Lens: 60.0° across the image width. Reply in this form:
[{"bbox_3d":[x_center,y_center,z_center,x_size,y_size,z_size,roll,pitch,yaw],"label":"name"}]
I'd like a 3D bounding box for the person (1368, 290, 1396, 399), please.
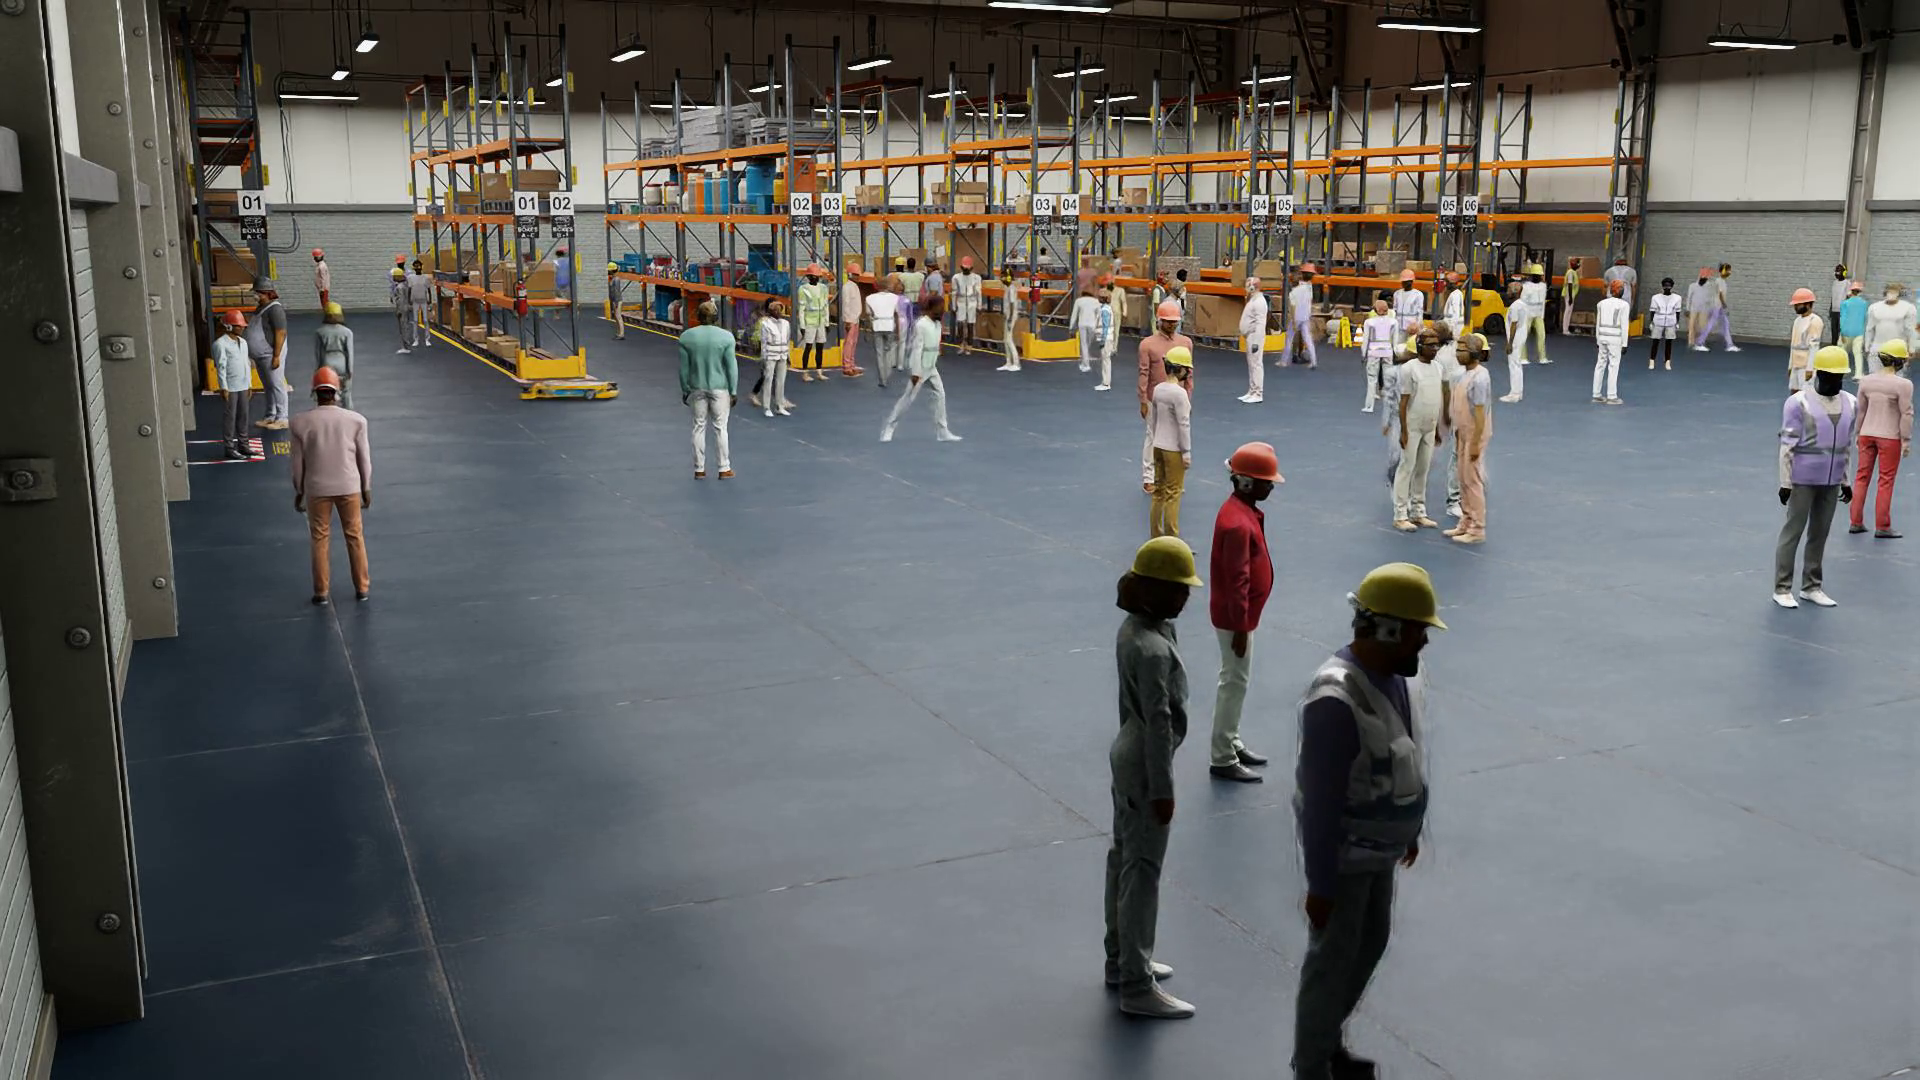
[{"bbox_3d":[6.555,-3.034,25.830,0.533,1.696,0.318,-7,13,-33],"label":"person"}]

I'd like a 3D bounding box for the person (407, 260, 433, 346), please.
[{"bbox_3d":[-11.709,-5.134,36.060,0.526,1.871,0.324,-3,12,-15],"label":"person"}]

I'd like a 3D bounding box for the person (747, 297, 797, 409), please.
[{"bbox_3d":[-2.828,-2.771,24.597,0.868,1.655,0.523,5,12,22],"label":"person"}]

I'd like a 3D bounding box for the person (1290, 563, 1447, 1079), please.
[{"bbox_3d":[1.254,0.958,5.256,0.452,1.812,0.668,7,13,33],"label":"person"}]

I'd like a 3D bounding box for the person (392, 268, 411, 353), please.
[{"bbox_3d":[-11.555,-4.738,34.366,0.295,1.743,0.492,-3,11,-13],"label":"person"}]

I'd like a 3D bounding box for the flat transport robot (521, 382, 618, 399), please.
[{"bbox_3d":[-6.083,-2.343,25.951,1.431,0.197,0.652,-2,11,-8],"label":"flat transport robot"}]

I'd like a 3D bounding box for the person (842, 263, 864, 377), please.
[{"bbox_3d":[-1.892,-3.876,29.352,0.390,1.990,0.623,3,11,13],"label":"person"}]

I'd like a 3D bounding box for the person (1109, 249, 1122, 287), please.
[{"bbox_3d":[4.542,-7.680,49.102,0.658,1.829,0.576,-2,11,-12],"label":"person"}]

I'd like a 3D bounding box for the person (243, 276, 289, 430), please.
[{"bbox_3d":[-9.281,-2.499,22.233,0.538,2.000,0.683,-10,15,-41],"label":"person"}]

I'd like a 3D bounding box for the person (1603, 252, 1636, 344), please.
[{"bbox_3d":[14.573,-5.362,36.780,0.681,2.000,0.535,6,12,26],"label":"person"}]

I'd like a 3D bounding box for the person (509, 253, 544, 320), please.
[{"bbox_3d":[-11.629,-6.772,44.568,0.972,1.799,0.592,-8,14,-37],"label":"person"}]

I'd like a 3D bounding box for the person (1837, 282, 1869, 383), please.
[{"bbox_3d":[15.240,-3.551,28.464,0.569,1.689,0.907,-1,11,-5],"label":"person"}]

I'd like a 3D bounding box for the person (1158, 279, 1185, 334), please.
[{"bbox_3d":[3.068,-2.830,24.231,0.390,1.925,0.626,-1,11,-3],"label":"person"}]

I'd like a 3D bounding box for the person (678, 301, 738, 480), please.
[{"bbox_3d":[-2.707,-1.608,17.963,0.638,1.938,0.357,1,11,6],"label":"person"}]

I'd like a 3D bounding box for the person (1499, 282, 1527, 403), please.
[{"bbox_3d":[8.469,-3.017,25.400,0.341,1.839,0.505,6,13,28],"label":"person"}]

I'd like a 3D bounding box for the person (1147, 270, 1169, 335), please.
[{"bbox_3d":[3.640,-4.041,30.609,0.385,1.834,0.561,3,12,16],"label":"person"}]

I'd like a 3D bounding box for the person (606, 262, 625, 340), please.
[{"bbox_3d":[-7.855,-5.427,37.842,0.349,1.758,0.521,-4,12,-20],"label":"person"}]

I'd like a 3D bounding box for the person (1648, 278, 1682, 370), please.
[{"bbox_3d":[12.930,-3.957,30.517,0.537,1.695,0.321,4,12,19],"label":"person"}]

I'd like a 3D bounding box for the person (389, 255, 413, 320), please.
[{"bbox_3d":[-13.170,-5.782,39.314,0.560,1.892,0.983,-5,12,-22],"label":"person"}]

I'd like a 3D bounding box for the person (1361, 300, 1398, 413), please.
[{"bbox_3d":[6.073,-2.650,24.079,0.523,1.627,0.319,0,11,-2],"label":"person"}]

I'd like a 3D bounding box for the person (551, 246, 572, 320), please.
[{"bbox_3d":[-10.618,-6.851,44.459,0.612,2.011,0.832,-7,13,-32],"label":"person"}]

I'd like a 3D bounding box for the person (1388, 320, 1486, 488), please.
[{"bbox_3d":[5.000,-1.381,17.187,0.966,1.794,0.596,4,12,20],"label":"person"}]

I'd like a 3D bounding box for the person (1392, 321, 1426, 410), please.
[{"bbox_3d":[5.221,-1.704,19.208,0.515,1.641,0.315,9,14,37],"label":"person"}]

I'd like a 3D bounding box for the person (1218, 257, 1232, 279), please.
[{"bbox_3d":[7.605,-7.283,47.580,0.499,1.633,0.286,1,11,6],"label":"person"}]

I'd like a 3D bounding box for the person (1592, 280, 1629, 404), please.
[{"bbox_3d":[9.864,-2.995,25.188,0.355,1.876,0.574,-6,12,-27],"label":"person"}]

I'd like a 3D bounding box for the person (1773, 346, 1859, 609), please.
[{"bbox_3d":[6.263,-0.455,12.134,0.594,1.924,0.383,-2,11,-12],"label":"person"}]

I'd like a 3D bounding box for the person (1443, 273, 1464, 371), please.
[{"bbox_3d":[8.233,-3.514,27.787,0.357,1.885,0.574,4,12,18],"label":"person"}]

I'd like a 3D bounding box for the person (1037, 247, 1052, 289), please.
[{"bbox_3d":[2.535,-8.053,50.942,0.564,1.844,0.740,0,11,1],"label":"person"}]

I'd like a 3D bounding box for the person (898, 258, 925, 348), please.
[{"bbox_3d":[-1.034,-5.073,35.623,0.591,1.919,0.392,-3,11,-14],"label":"person"}]

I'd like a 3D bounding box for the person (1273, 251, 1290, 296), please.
[{"bbox_3d":[8.952,-7.138,46.368,0.601,1.822,0.404,7,13,33],"label":"person"}]

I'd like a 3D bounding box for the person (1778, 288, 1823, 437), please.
[{"bbox_3d":[10.706,-2.233,21.182,0.391,1.924,0.553,0,11,0],"label":"person"}]

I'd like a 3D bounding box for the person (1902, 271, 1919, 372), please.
[{"bbox_3d":[17.376,-3.979,29.866,0.612,2.011,1.003,-5,12,-22],"label":"person"}]

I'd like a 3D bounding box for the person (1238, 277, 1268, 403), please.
[{"bbox_3d":[4.457,-3.042,25.344,0.399,1.905,0.642,0,11,2],"label":"person"}]

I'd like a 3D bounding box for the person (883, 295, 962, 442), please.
[{"bbox_3d":[-0.508,-2.165,21.031,0.945,1.862,0.647,5,12,23],"label":"person"}]

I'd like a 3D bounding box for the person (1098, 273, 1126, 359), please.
[{"bbox_3d":[3.038,-4.503,33.309,0.565,1.692,0.936,0,11,2],"label":"person"}]

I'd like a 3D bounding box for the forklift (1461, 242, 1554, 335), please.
[{"bbox_3d":[13.047,-6.049,39.881,2.313,2.155,1.214,-5,12,-23],"label":"forklift"}]

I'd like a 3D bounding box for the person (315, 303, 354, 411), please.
[{"bbox_3d":[-8.233,-2.265,21.936,0.497,1.699,0.880,-3,11,-14],"label":"person"}]

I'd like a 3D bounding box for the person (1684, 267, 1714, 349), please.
[{"bbox_3d":[15.747,-4.930,35.389,0.596,1.730,0.502,8,14,35],"label":"person"}]
